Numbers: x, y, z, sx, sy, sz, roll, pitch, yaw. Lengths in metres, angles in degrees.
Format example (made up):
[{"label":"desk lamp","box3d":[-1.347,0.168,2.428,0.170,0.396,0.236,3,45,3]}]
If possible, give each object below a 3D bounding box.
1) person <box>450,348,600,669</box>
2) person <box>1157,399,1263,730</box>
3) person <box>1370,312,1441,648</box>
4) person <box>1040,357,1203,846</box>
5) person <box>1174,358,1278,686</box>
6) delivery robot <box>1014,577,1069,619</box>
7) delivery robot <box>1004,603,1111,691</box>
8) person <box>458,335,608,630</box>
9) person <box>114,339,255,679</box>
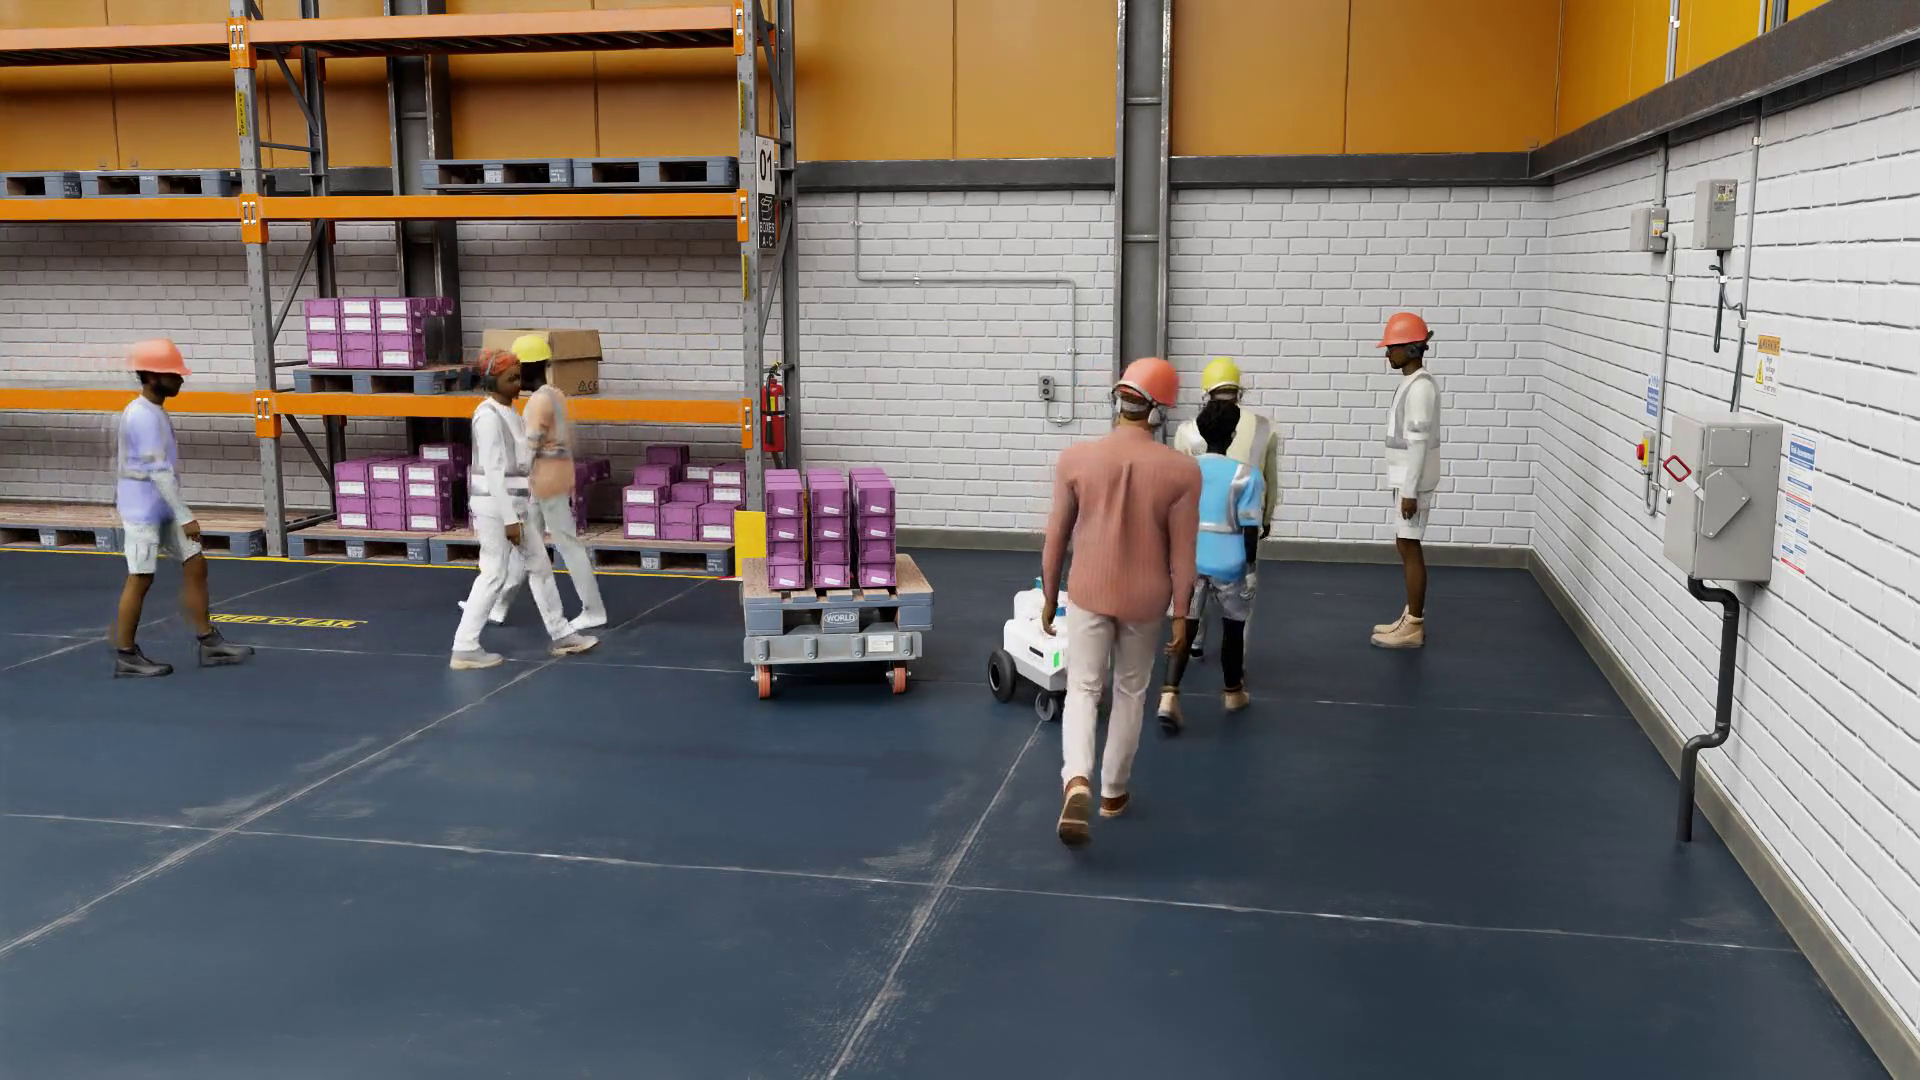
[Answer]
[{"label":"person","box3d":[-2.564,-0.179,9.625,0.741,1.855,0.605,0,9,1]},{"label":"person","box3d":[1.251,0.117,8.340,0.535,1.659,0.848,5,11,27]},{"label":"person","box3d":[2.704,-0.359,10.117,0.409,2.032,0.608,2,10,9]},{"label":"person","box3d":[0.635,0.253,6.676,0.655,1.952,0.880,2,10,10]},{"label":"person","box3d":[1.486,-0.124,9.400,0.600,1.796,0.833,0,9,2]},{"label":"delivery robot","box3d":[0.478,0.450,9.379,0.477,0.478,0.707,0,9,1]},{"label":"delivery robot","box3d":[0.500,0.571,8.651,0.477,0.478,0.707,-4,10,-21]},{"label":"person","box3d":[-2.700,-0.342,10.469,0.963,1.877,0.592,-2,10,-12]},{"label":"person","box3d":[-4.391,-0.166,9.314,0.855,1.898,0.550,-2,10,-14]}]
